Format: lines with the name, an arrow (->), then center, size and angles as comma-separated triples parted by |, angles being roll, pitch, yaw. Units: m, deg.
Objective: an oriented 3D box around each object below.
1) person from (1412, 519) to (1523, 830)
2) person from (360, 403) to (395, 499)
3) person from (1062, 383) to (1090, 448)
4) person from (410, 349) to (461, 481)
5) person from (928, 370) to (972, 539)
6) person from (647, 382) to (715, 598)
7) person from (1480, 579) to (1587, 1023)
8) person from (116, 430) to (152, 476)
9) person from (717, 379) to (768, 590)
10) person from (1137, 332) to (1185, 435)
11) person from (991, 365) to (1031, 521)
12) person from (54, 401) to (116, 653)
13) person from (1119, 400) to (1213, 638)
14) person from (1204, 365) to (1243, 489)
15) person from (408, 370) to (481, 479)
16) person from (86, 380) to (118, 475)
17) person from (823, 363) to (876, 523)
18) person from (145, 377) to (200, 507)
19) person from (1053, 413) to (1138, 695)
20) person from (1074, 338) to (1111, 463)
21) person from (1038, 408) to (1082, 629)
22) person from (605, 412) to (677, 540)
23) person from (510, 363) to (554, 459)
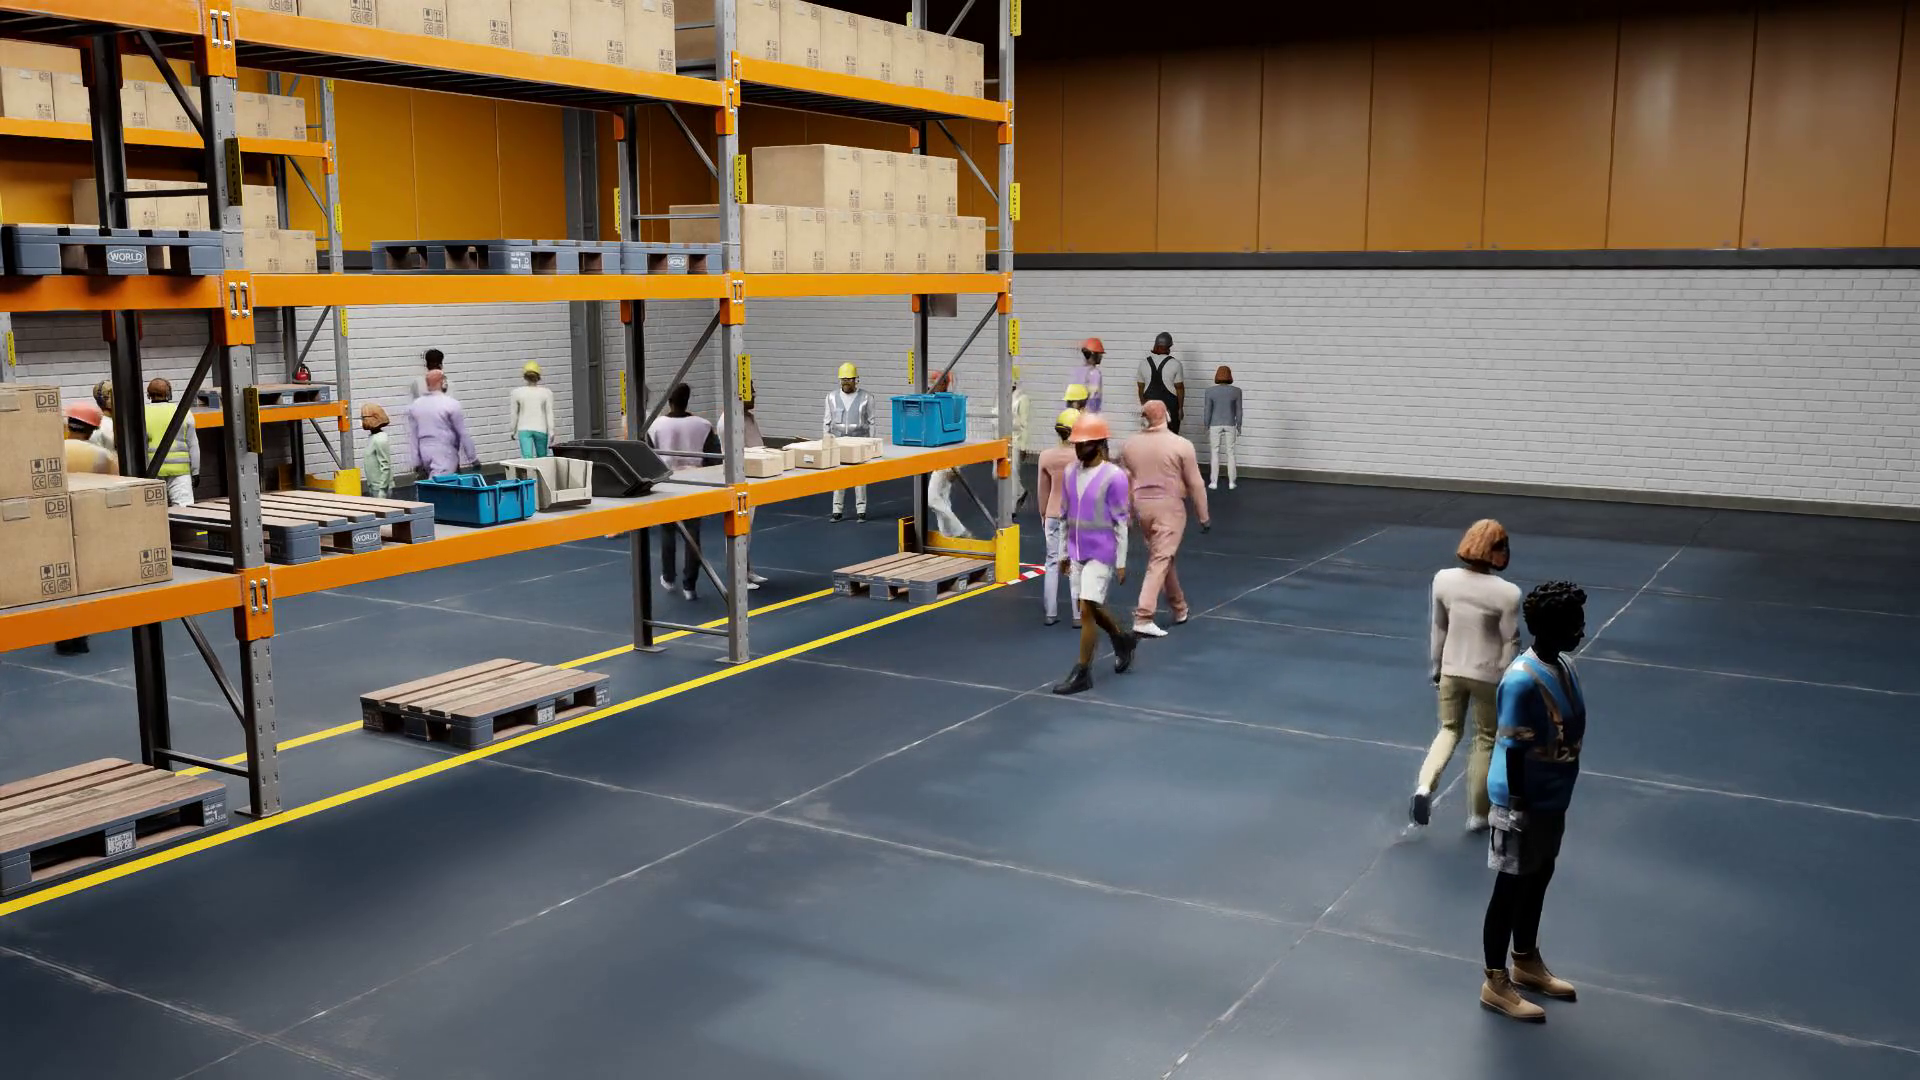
person -> 2.564, 0.696, 8.363 | 0.545, 1.618, 0.518 | -8, 12, -43
person -> -5.446, -0.465, 15.589 | 0.274, 1.632, 0.503 | -5, 10, -28
person -> 1.195, -0.692, 16.625 | 0.395, 1.751, 0.549 | -1, 9, -5
person -> -6.395, -1.378, 20.431 | 0.630, 1.901, 1.024 | 2, 9, 11
person -> -0.171, -0.770, 16.720 | 0.431, 1.874, 0.593 | 0, 9, -1
person -> -2.489, -0.462, 14.775 | 0.630, 1.878, 0.885 | -2, 9, -14
person -> 2.206, 0.982, 6.383 | 0.321, 1.694, 0.534 | 8, 12, 40
person -> -6.723, -0.135, 13.672 | 0.519, 1.584, 0.864 | 9, 12, 43
person -> -1.950, -0.513, 15.042 | 0.410, 1.909, 0.643 | 1, 9, 6
person -> 2.824, -1.869, 23.084 | 0.677, 2.000, 0.536 | 5, 10, 29
person -> 0.617, -1.126, 19.137 | 0.545, 1.820, 0.599 | -7, 12, -38
person -> -6.652, -0.086, 12.488 | 0.637, 1.888, 0.478 | -6, 11, -32
person -> 1.610, -0.180, 13.177 | 0.697, 1.844, 0.974 | 8, 12, 41
person -> 3.469, -1.484, 21.955 | 0.507, 1.631, 0.270 | 0, 9, 2
person -> -5.390, -0.846, 17.314 | 0.642, 1.848, 1.048 | 6, 11, 32
person -> -7.233, -0.398, 14.227 | 0.372, 1.940, 0.630 | 0, 9, -2
person -> -1.265, -1.104, 18.960 | 0.600, 1.831, 0.404 | 1, 9, 4
person -> -7.678, -0.648, 16.089 | 0.626, 1.844, 0.429 | -3, 10, -18
person -> 0.957, 0.069, 11.403 | 0.840, 1.916, 0.561 | -8, 12, -41
person -> 1.779, -1.573, 21.351 | 0.929, 2.004, 0.643 | -4, 10, -23
person -> 0.870, -0.170, 13.337 | 0.525, 1.769, 0.315 | 5, 11, 30
person -> -3.417, -0.843, 17.912 | 0.545, 1.651, 0.882 | 7, 12, 38
person -> -5.387, -1.371, 20.976 | 0.534, 1.714, 0.905 | -2, 9, -15
